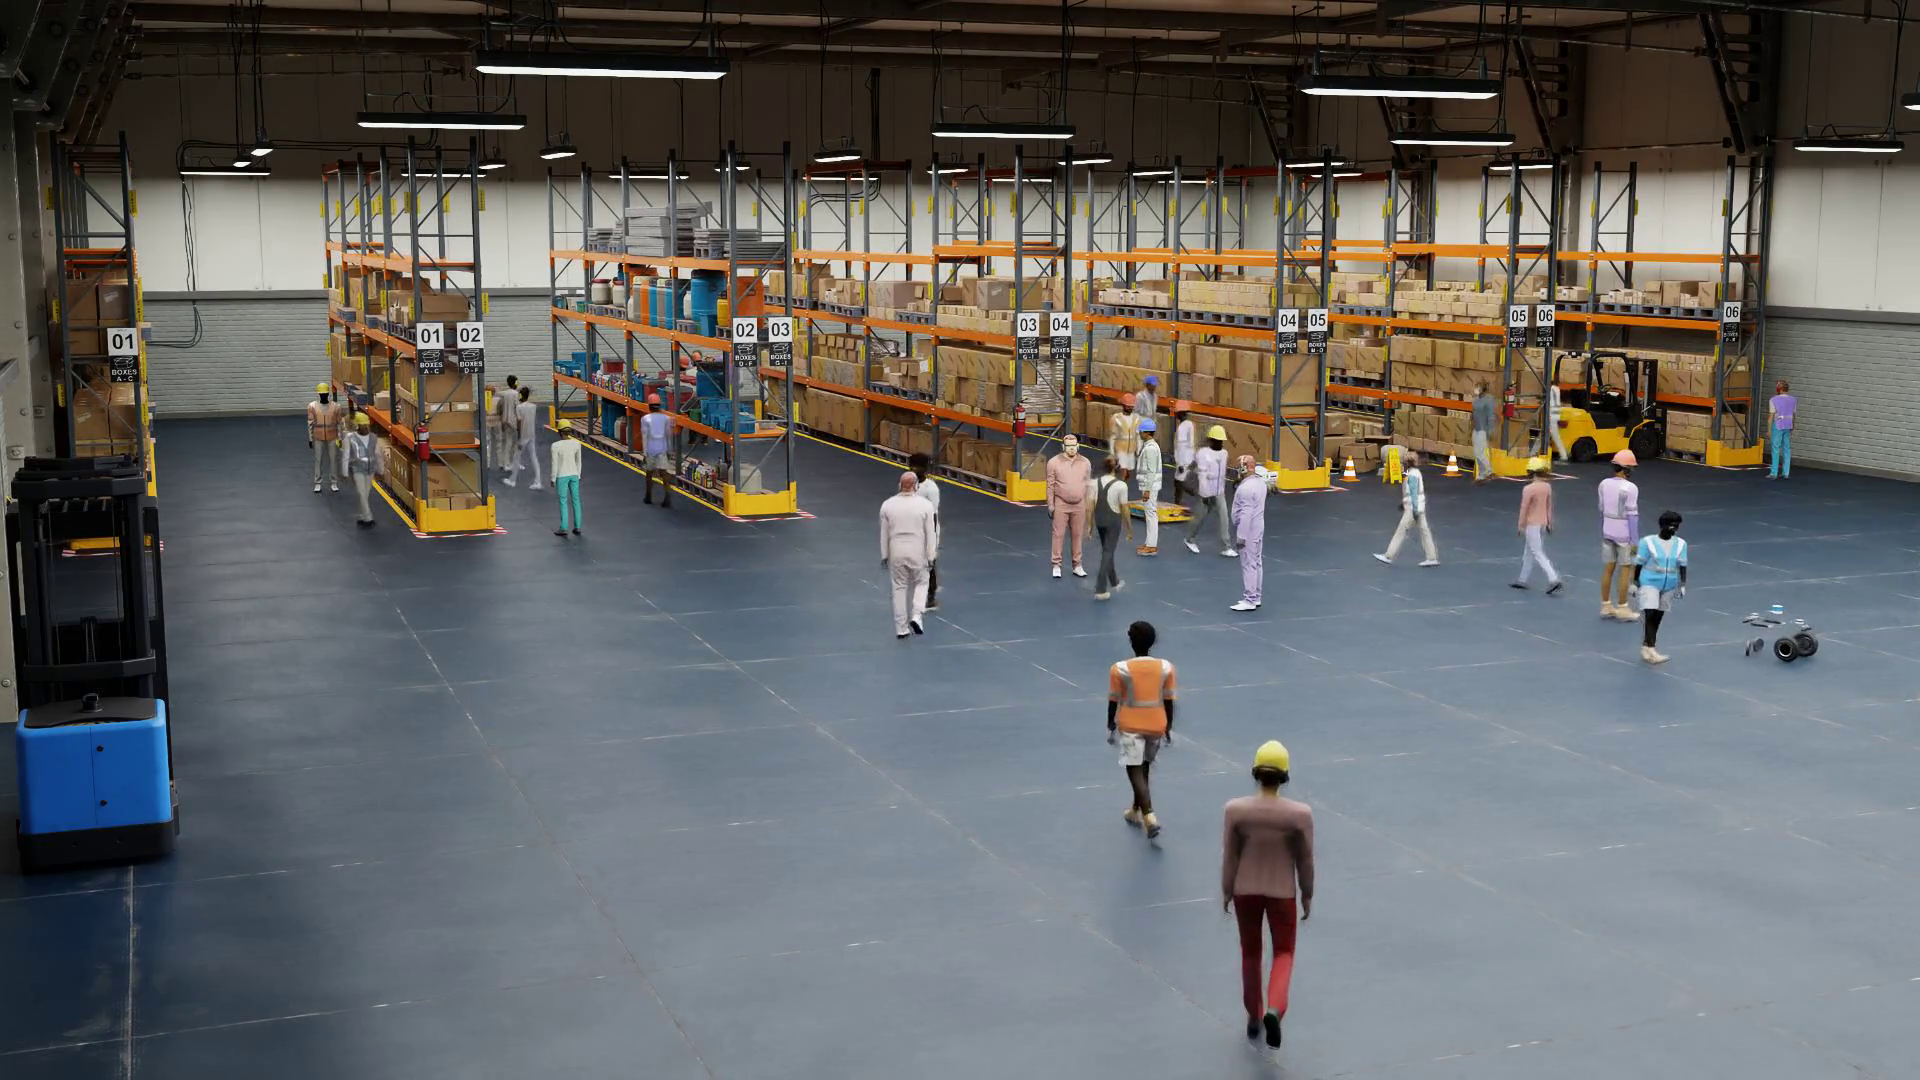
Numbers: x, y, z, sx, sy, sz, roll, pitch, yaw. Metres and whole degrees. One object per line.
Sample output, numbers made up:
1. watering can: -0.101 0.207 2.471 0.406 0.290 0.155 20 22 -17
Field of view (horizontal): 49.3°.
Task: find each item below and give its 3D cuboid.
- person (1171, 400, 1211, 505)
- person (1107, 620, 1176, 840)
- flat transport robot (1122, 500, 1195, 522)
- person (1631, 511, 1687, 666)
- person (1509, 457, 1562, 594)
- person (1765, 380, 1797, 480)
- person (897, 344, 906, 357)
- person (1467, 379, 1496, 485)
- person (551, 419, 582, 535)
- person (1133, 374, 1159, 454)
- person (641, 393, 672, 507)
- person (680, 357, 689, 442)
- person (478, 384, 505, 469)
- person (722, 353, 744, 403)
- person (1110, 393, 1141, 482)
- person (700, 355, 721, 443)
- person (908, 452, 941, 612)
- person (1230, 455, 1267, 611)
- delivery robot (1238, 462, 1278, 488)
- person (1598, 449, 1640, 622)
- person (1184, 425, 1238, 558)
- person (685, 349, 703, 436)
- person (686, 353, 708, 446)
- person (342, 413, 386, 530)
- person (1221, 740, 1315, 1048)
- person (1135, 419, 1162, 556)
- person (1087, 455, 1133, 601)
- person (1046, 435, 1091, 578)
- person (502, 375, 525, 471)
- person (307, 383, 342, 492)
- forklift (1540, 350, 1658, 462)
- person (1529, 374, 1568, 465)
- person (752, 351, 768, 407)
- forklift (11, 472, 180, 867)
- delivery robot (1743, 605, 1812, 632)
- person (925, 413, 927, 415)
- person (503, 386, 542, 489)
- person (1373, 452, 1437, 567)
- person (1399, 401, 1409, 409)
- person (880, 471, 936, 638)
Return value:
1. person: 3.636 -1.290 33.552 0.749 1.919 0.547 3 9 18
2. person: 1.415 1.454 16.091 0.530 1.669 0.818 -2 9 -16
3. flat transport robot: 3.121 -0.478 33.707 0.652 0.197 1.431 -4 10 -27
4. person: 7.499 0.517 22.351 0.541 1.649 0.783 -1 9 -9
5. person: 7.413 -0.194 26.827 0.529 1.737 0.843 -7 11 -38
6. person: 15.204 -2.032 38.736 0.562 1.837 0.377 -3 9 -18
7. person: -1.618 -3.928 51.229 0.737 1.876 0.619 -1 9 -6
8. person: 9.422 -1.951 37.929 0.430 1.925 0.632 -2 9 -12
9. person: -5.984 -0.958 31.805 0.523 1.769 0.313 -8 12 -42
10. person: 3.431 -2.190 39.510 0.634 1.918 0.748 -8 11 -42
11. person: -5.068 -1.510 35.084 0.560 1.896 0.986 -5 10 -29
12. person: -6.014 -2.992 45.006 0.621 1.872 0.932 -2 9 -15
13. person: -9.045 -2.191 40.452 0.511 1.640 0.308 -3 9 -17
14. person: -5.559 -3.930 51.156 0.551 1.913 0.825 1 9 7
15. person: 2.734 -1.530 35.154 0.565 1.906 0.723 -4 9 -24
16. person: -5.399 -3.052 45.311 0.648 1.904 0.401 -1 9 -8
17. person: -0.441 -0.106 25.507 0.450 1.951 0.626 -6 10 -35
18. person: 3.507 -0.090 25.585 0.400 1.900 0.643 4 9 25
19. delivery robot: 5.224 -1.118 36.725 0.477 0.478 0.707 -8 12 -43
20. person: 7.861 -0.065 24.937 0.377 2.042 0.621 -4 9 -25
21. person: 3.558 -0.716 29.859 0.593 1.880 0.954 -5 10 -31
22. person: -5.888 -3.293 46.808 0.635 1.936 0.353 6 11 37
23. person: -5.622 -3.008 44.795 0.617 1.978 0.439 -5 10 -29
24. person: -9.158 -1.055 32.353 0.890 1.788 0.626 8 12 42
25. person: 1.743 2.032 11.951 0.533 1.751 0.627 2 9 14
26. person: 2.689 -0.761 29.881 0.390 1.949 0.602 1 9 6
27. person: 1.954 -0.173 26.402 0.547 1.811 0.882 7 11 38
28. person: 1.467 -0.457 28.000 0.642 1.909 0.410 -2 9 -16
29. person: -8.575 -2.245 40.160 0.554 1.836 0.538 6 10 33
30. person: -11.205 -1.813 36.970 0.585 1.929 0.370 -3 9 -18
31. forklift: 12.897 -2.725 42.309 2.313 2.155 1.214 -3 9 -21
32. person: 11.565 -2.398 41.247 1.015 1.816 0.648 6 10 34
33. person: -4.921 -3.944 52.302 0.512 1.577 0.823 0 9 0
34. forklift: -6.630 0.886 15.957 1.129 2.768 1.873 -3 9 -21
35. delivery robot: 8.928 0.831 22.868 0.335 0.223 0.698 -7 11 -41
36. person: -0.814 -3.898 52.029 0.530 1.585 0.808 1 9 7
37. person: -7.820 -1.828 37.413 0.957 1.823 0.513 7 11 38
38. person: 6.180 -0.425 28.842 0.866 1.592 0.537 3 9 21
39. person: 10.301 -3.429 48.393 0.483 1.737 0.320 8 12 43
40. person: -0.588 0.166 23.897 0.662 1.893 0.424 2 9 10
